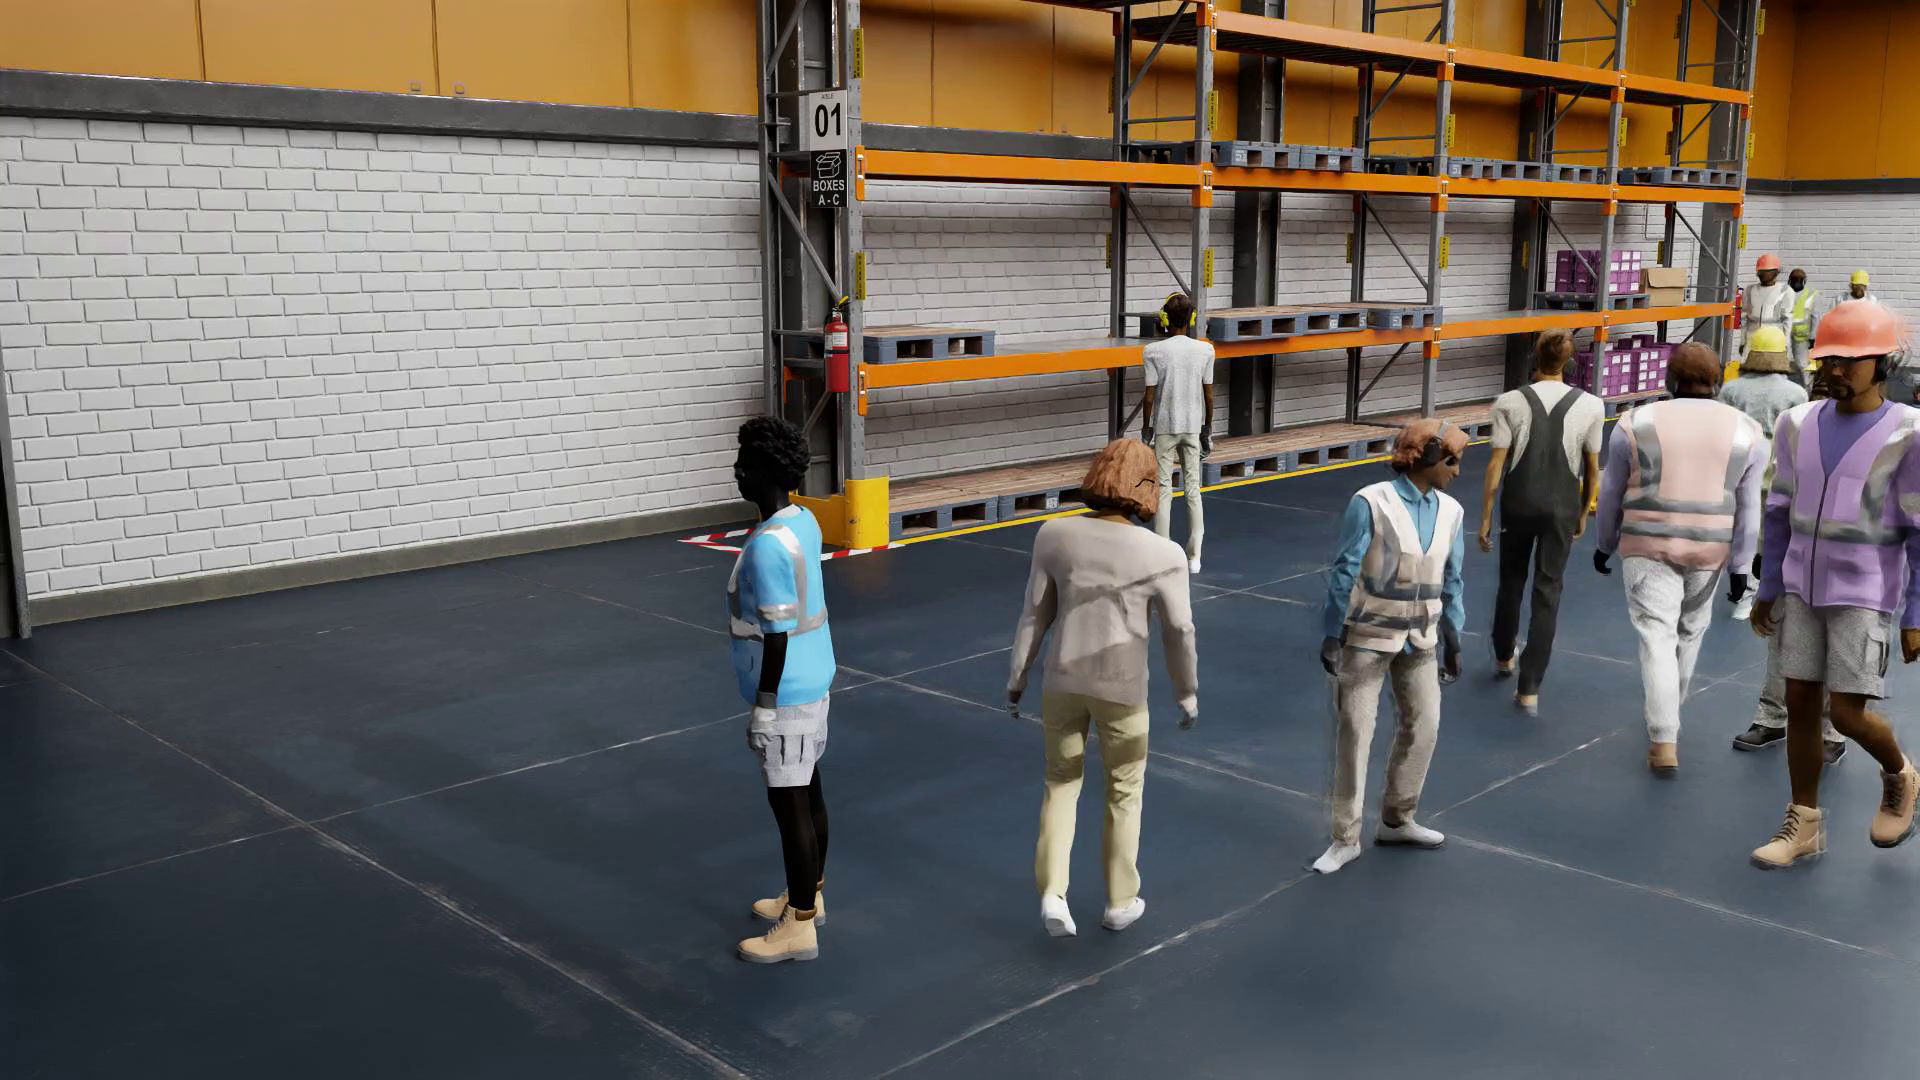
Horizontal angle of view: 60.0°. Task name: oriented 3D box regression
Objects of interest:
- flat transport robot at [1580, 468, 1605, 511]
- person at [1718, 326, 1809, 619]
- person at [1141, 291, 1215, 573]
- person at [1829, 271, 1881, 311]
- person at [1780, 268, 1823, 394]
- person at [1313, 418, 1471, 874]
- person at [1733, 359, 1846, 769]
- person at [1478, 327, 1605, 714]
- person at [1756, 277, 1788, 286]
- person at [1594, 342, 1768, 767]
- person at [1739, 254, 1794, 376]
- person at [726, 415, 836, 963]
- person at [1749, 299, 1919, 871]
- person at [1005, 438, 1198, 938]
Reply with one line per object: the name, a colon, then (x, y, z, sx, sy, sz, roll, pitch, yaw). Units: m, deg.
flat transport robot: (5.499, -0.413, 13.826, 0.652, 0.197, 1.431, 7, 12, 33)
person: (4.790, -0.419, 9.940, 0.506, 1.694, 0.872, 8, 13, 37)
person: (1.433, -0.702, 11.029, 0.513, 1.875, 0.328, -2, 11, -11)
person: (11.384, -2.532, 21.250, 0.614, 1.786, 0.917, 6, 12, 29)
person: (11.202, -2.733, 22.302, 0.618, 1.816, 0.826, 8, 13, 37)
person: (1.502, 0.378, 5.868, 0.610, 1.610, 0.326, -5, 11, -24)
person: (3.637, 0.045, 7.055, 0.404, 1.837, 0.586, -7, 12, -33)
person: (2.804, -0.124, 8.066, 0.546, 1.795, 0.942, 4, 11, 19)
person: (11.502, -3.013, 23.771, 0.632, 1.821, 0.499, 1, 10, 5)
person: (3.080, 0.048, 7.175, 0.624, 1.802, 0.970, 2, 11, 9)
person: (9.490, -2.366, 19.725, 0.939, 2.007, 0.631, -10, 14, -44)
person: (-0.555, 0.460, 5.170, 0.322, 1.697, 0.531, 1, 10, 5)
person: (3.135, 0.173, 5.846, 0.584, 2.029, 0.619, -5, 11, -25)
person: (0.426, 0.493, 5.182, 0.591, 1.616, 0.661, 5, 11, 24)
